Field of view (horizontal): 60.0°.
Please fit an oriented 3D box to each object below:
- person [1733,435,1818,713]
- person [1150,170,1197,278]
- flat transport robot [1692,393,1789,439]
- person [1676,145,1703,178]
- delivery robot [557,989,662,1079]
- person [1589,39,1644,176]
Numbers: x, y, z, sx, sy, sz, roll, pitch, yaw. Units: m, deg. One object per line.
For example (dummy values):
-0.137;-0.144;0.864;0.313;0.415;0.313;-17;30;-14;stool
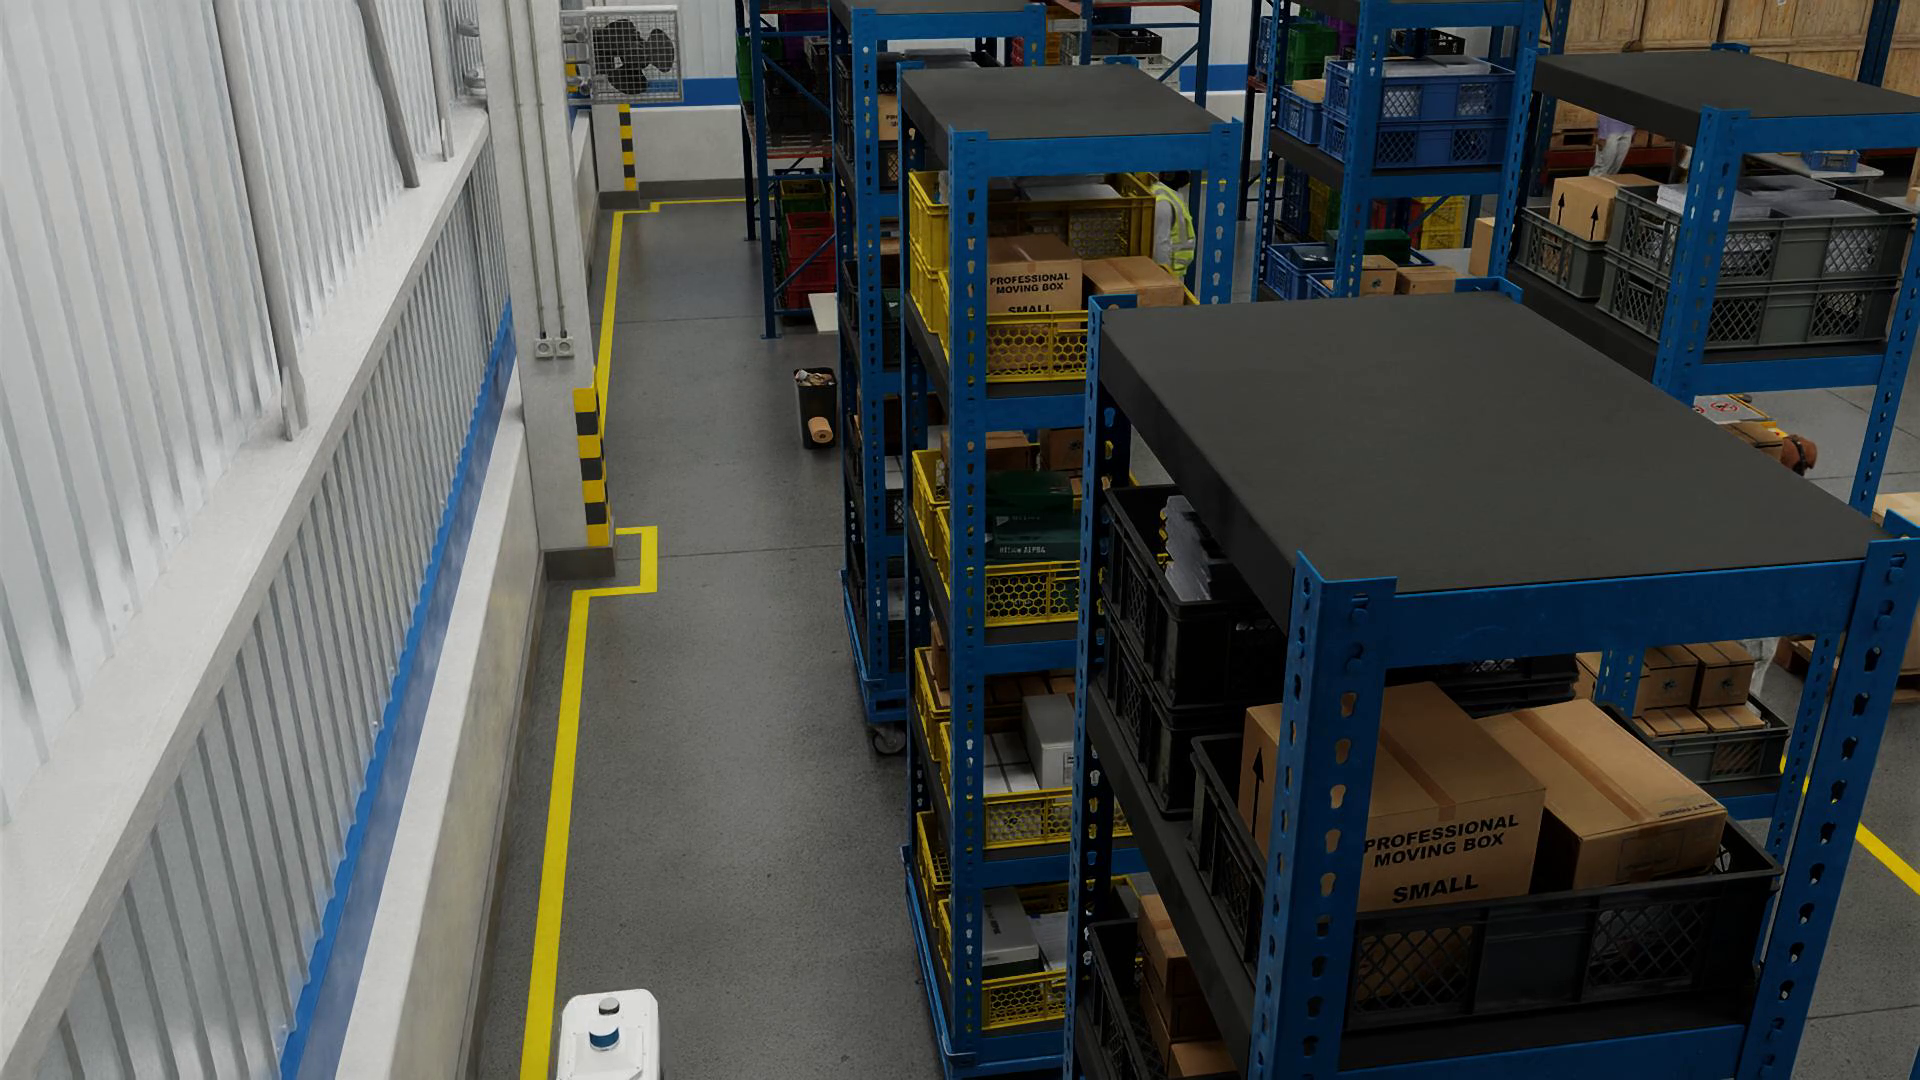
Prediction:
3.850;0.273;8.057;0.312;1.632;0.512;-5;25;-12;person
1.622;-2.124;13.019;0.429;1.839;0.633;4;25;8;person
5.224;-0.859;12.132;1.431;0.197;0.652;-4;25;-8;flat transport robot
7.422;-3.796;16.654;0.349;1.856;0.772;11;27;23;person
-1.215;1.868;5.760;0.477;0.478;0.707;-4;25;-8;delivery robot
6.988;-4.336;17.714;0.627;1.938;0.372;-18;30;-34;person
